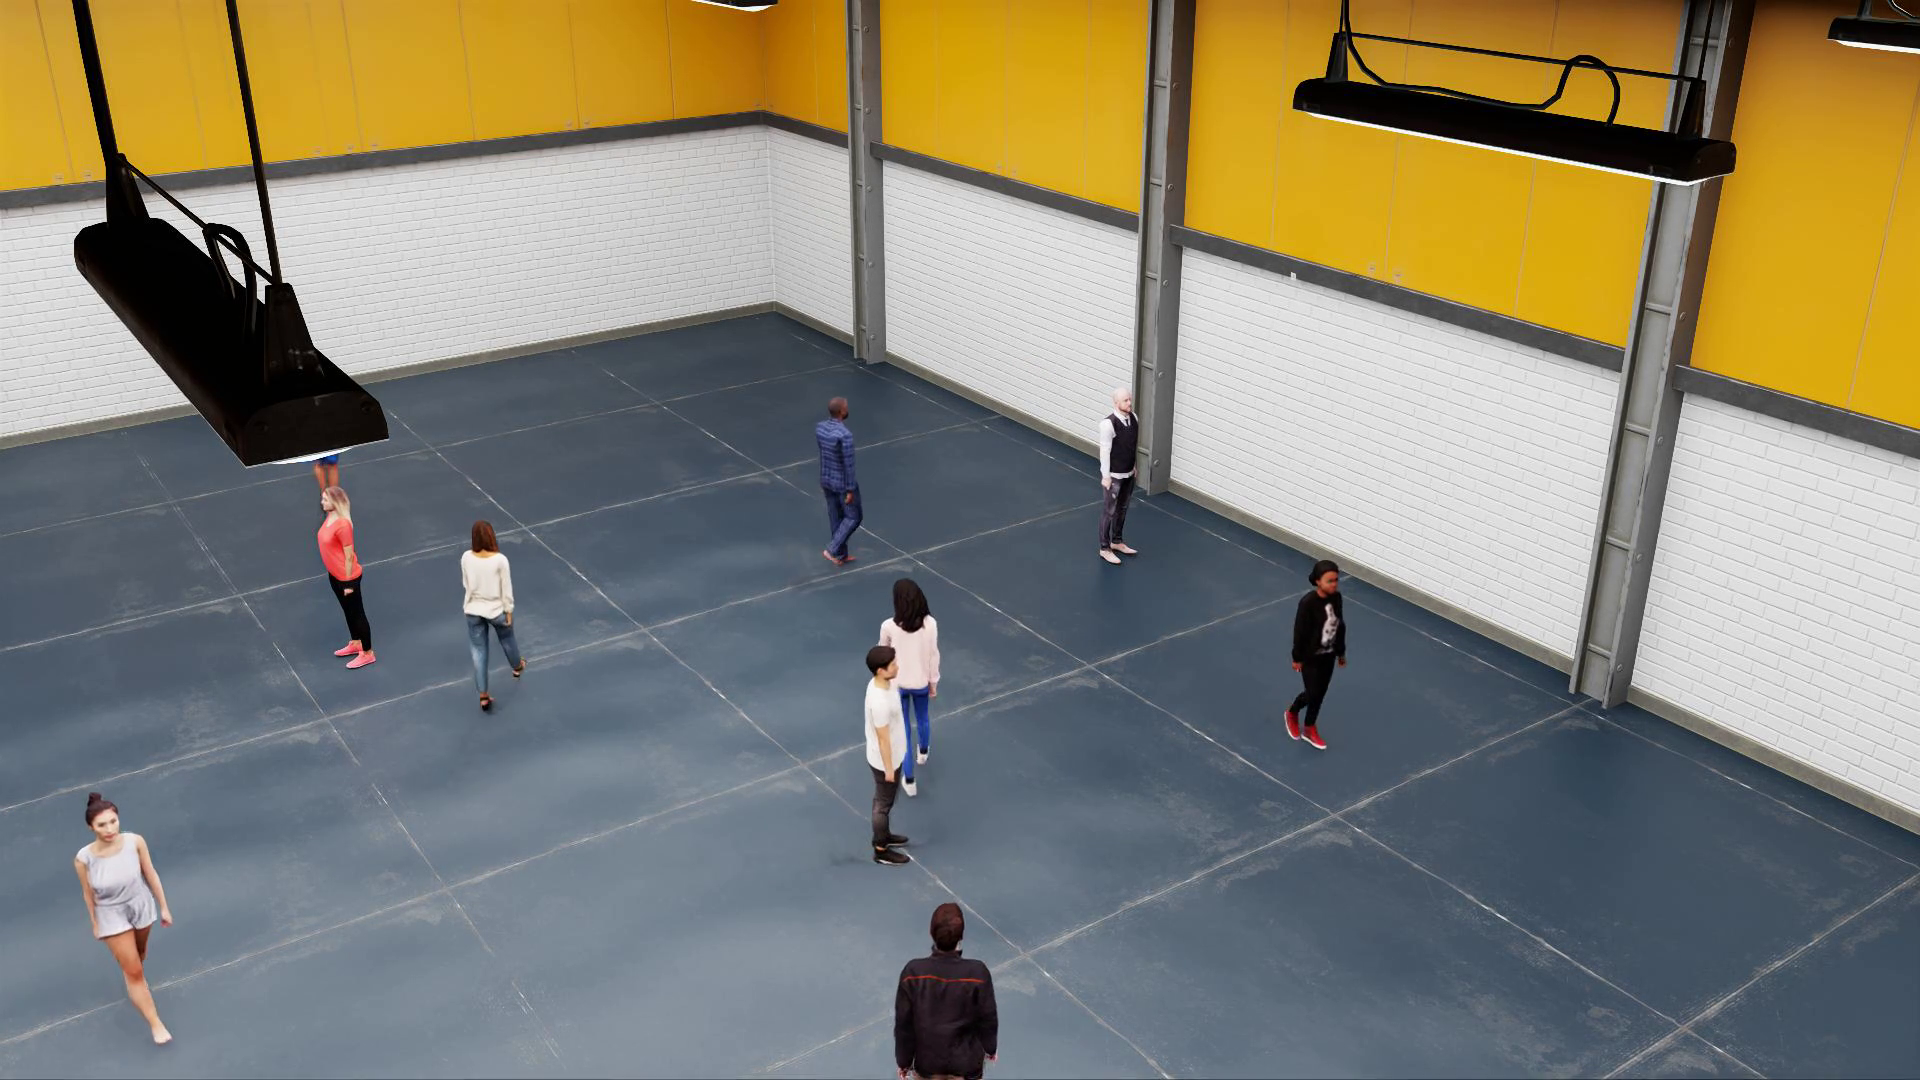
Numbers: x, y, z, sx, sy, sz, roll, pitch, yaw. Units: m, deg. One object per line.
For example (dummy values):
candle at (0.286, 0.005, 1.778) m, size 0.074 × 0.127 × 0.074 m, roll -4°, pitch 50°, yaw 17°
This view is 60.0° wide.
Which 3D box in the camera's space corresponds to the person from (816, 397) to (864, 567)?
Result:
person at (-1.283, -0.547, 16.725) m, size 0.735 × 1.807 × 0.814 m, roll 20°, pitch 30°, yaw 38°

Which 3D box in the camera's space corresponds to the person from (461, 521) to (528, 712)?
person at (-4.043, 0.667, 14.144) m, size 1.019 × 1.649 × 1.122 m, roll 2°, pitch 24°, yaw 4°

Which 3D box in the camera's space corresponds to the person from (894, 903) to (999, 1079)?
person at (-0.081, 2.822, 8.885) m, size 0.852 × 1.913 × 0.908 m, roll 3°, pitch 24°, yaw 6°

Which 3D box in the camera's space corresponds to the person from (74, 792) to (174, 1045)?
person at (-5.274, 2.317, 10.473) m, size 0.676 × 1.566 × 1.108 m, roll -20°, pitch 30°, yaw -38°

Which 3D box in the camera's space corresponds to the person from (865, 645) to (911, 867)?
person at (-0.550, 1.534, 12.070) m, size 0.766 × 1.722 × 0.655 m, roll -1°, pitch 24°, yaw -3°

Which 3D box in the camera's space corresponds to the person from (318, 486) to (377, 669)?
person at (-5.500, 0.311, 14.903) m, size 0.650 × 1.694 × 0.466 m, roll -17°, pitch 29°, yaw -34°

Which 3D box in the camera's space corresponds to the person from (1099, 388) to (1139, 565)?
person at (1.624, -0.680, 17.009) m, size 0.681 × 1.823 × 0.749 m, roll 19°, pitch 30°, yaw 36°

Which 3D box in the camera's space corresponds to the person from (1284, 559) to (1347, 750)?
person at (2.875, 0.898, 13.601) m, size 0.625 × 1.662 × 0.661 m, roll -13°, pitch 27°, yaw -28°

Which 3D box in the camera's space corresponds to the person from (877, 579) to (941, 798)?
person at (-0.391, 1.177, 12.866) m, size 0.885 × 1.738 × 1.038 m, roll -3°, pitch 24°, yaw -8°
